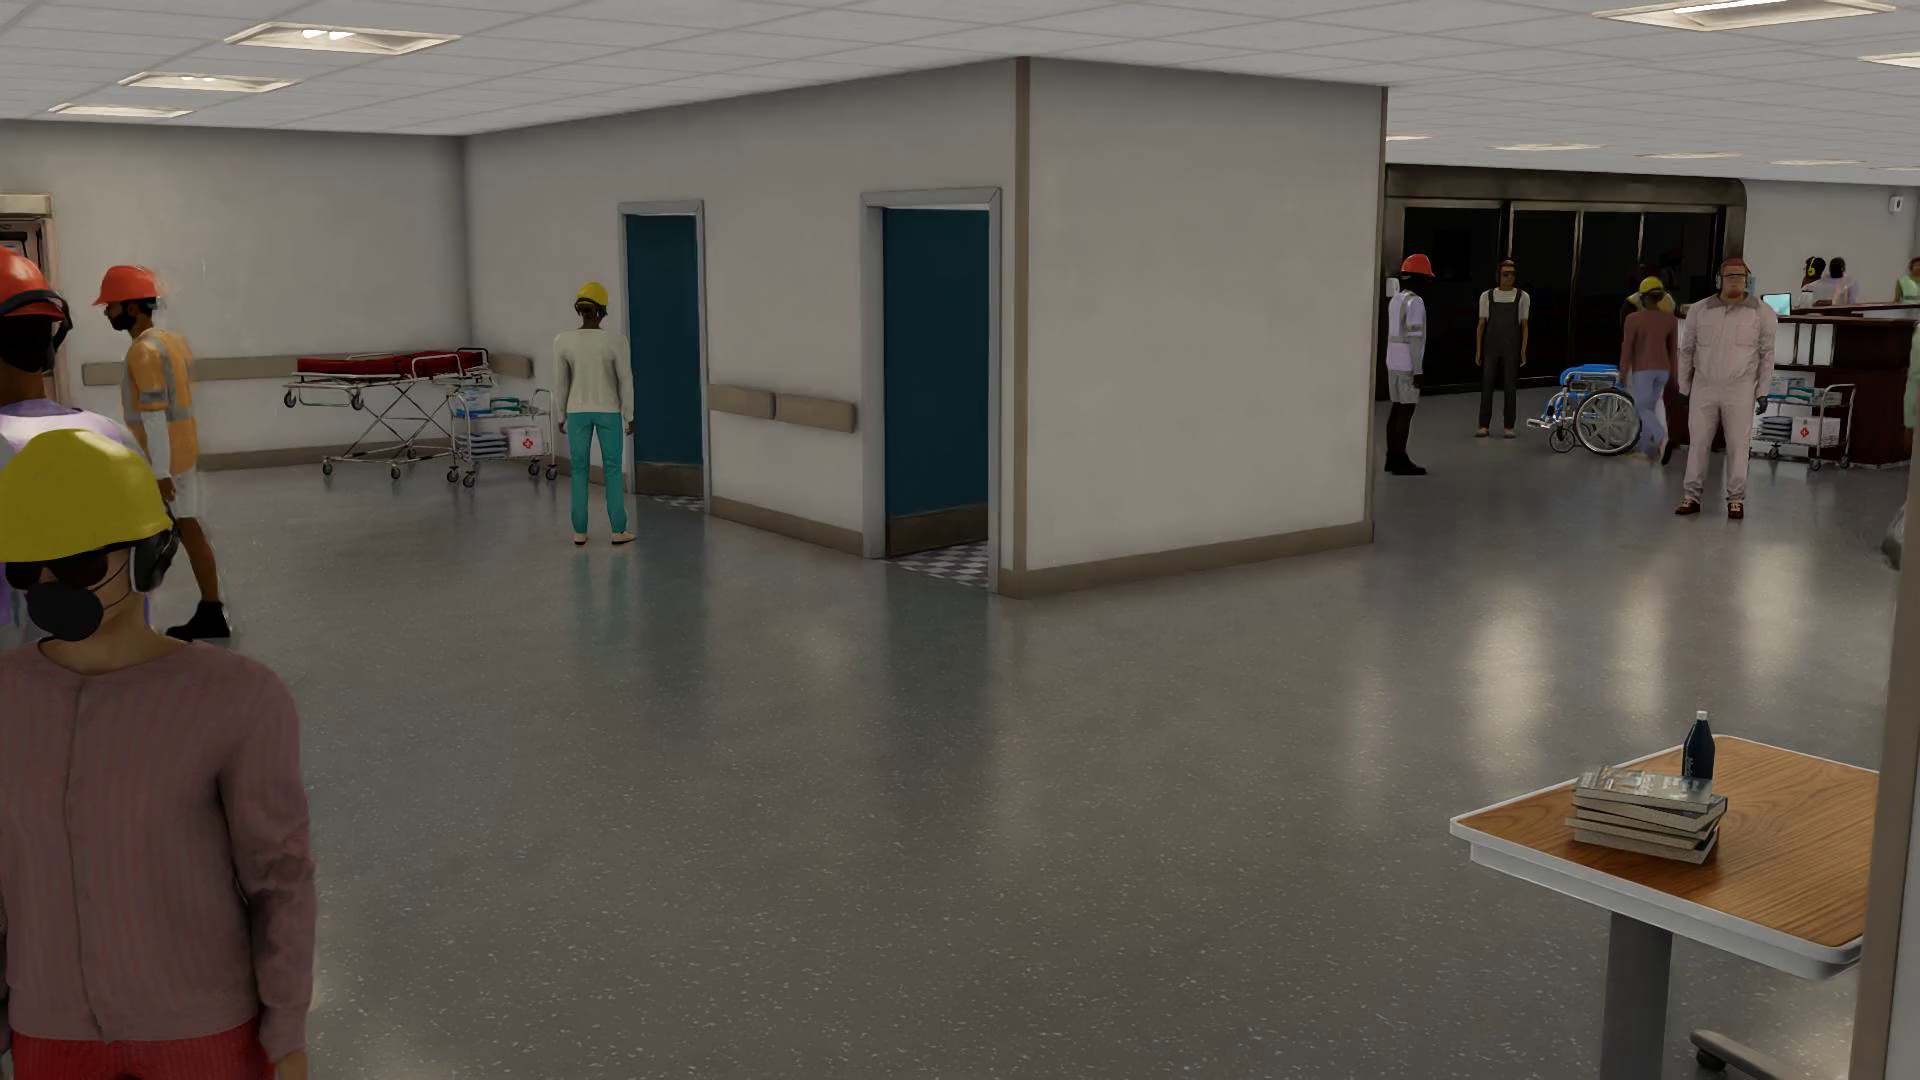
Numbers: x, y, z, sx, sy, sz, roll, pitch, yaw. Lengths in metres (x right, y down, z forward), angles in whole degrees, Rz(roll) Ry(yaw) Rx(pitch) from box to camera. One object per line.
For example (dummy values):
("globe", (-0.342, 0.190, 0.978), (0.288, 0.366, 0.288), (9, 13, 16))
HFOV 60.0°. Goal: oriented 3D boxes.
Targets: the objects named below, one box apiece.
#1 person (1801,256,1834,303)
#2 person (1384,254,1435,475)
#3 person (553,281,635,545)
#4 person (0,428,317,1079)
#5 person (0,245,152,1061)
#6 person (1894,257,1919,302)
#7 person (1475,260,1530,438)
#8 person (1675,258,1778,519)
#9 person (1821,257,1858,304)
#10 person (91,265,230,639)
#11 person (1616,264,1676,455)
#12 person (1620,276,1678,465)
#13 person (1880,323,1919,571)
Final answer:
("person", (10.369, -2.500, 20.203), (0.508, 1.862, 0.333), (-4, 11, -22))
("person", (3.939, -1.530, 14.575), (0.390, 1.929, 0.545), (-1, 10, -6))
("person", (-2.451, -0.845, 11.189), (0.533, 1.767, 0.322), (0, 10, 1))
("person", (-1.214, 0.714, 2.452), (0.526, 1.769, 0.329), (0, 10, -2))
("person", (-1.935, 0.404, 3.474), (0.410, 2.028, 0.618), (2, 10, 9))
("person", (15.139, -3.566, 26.343), (0.575, 1.789, 0.970), (1, 10, 6))
("person", (5.632, -1.978, 17.303), (0.513, 1.846, 0.334), (4, 11, 21))
("person", (5.642, -1.117, 12.300), (0.651, 1.913, 0.409), (6, 12, 32))
("person", (13.121, -3.340, 25.000), (0.671, 1.823, 0.628), (-9, 14, -42))
("person", (-4.111, -0.405, 8.335), (0.771, 1.909, 0.570), (-2, 10, -10))
("person", (6.525, -1.695, 15.821), (0.700, 1.825, 0.488), (-5, 11, -27))
("person", (6.389, -1.551, 15.268), (0.537, 1.731, 0.798), (-2, 10, -11))
("person", (5.928, -0.707, 9.959), (0.623, 1.933, 0.442), (-6, 12, -29))
